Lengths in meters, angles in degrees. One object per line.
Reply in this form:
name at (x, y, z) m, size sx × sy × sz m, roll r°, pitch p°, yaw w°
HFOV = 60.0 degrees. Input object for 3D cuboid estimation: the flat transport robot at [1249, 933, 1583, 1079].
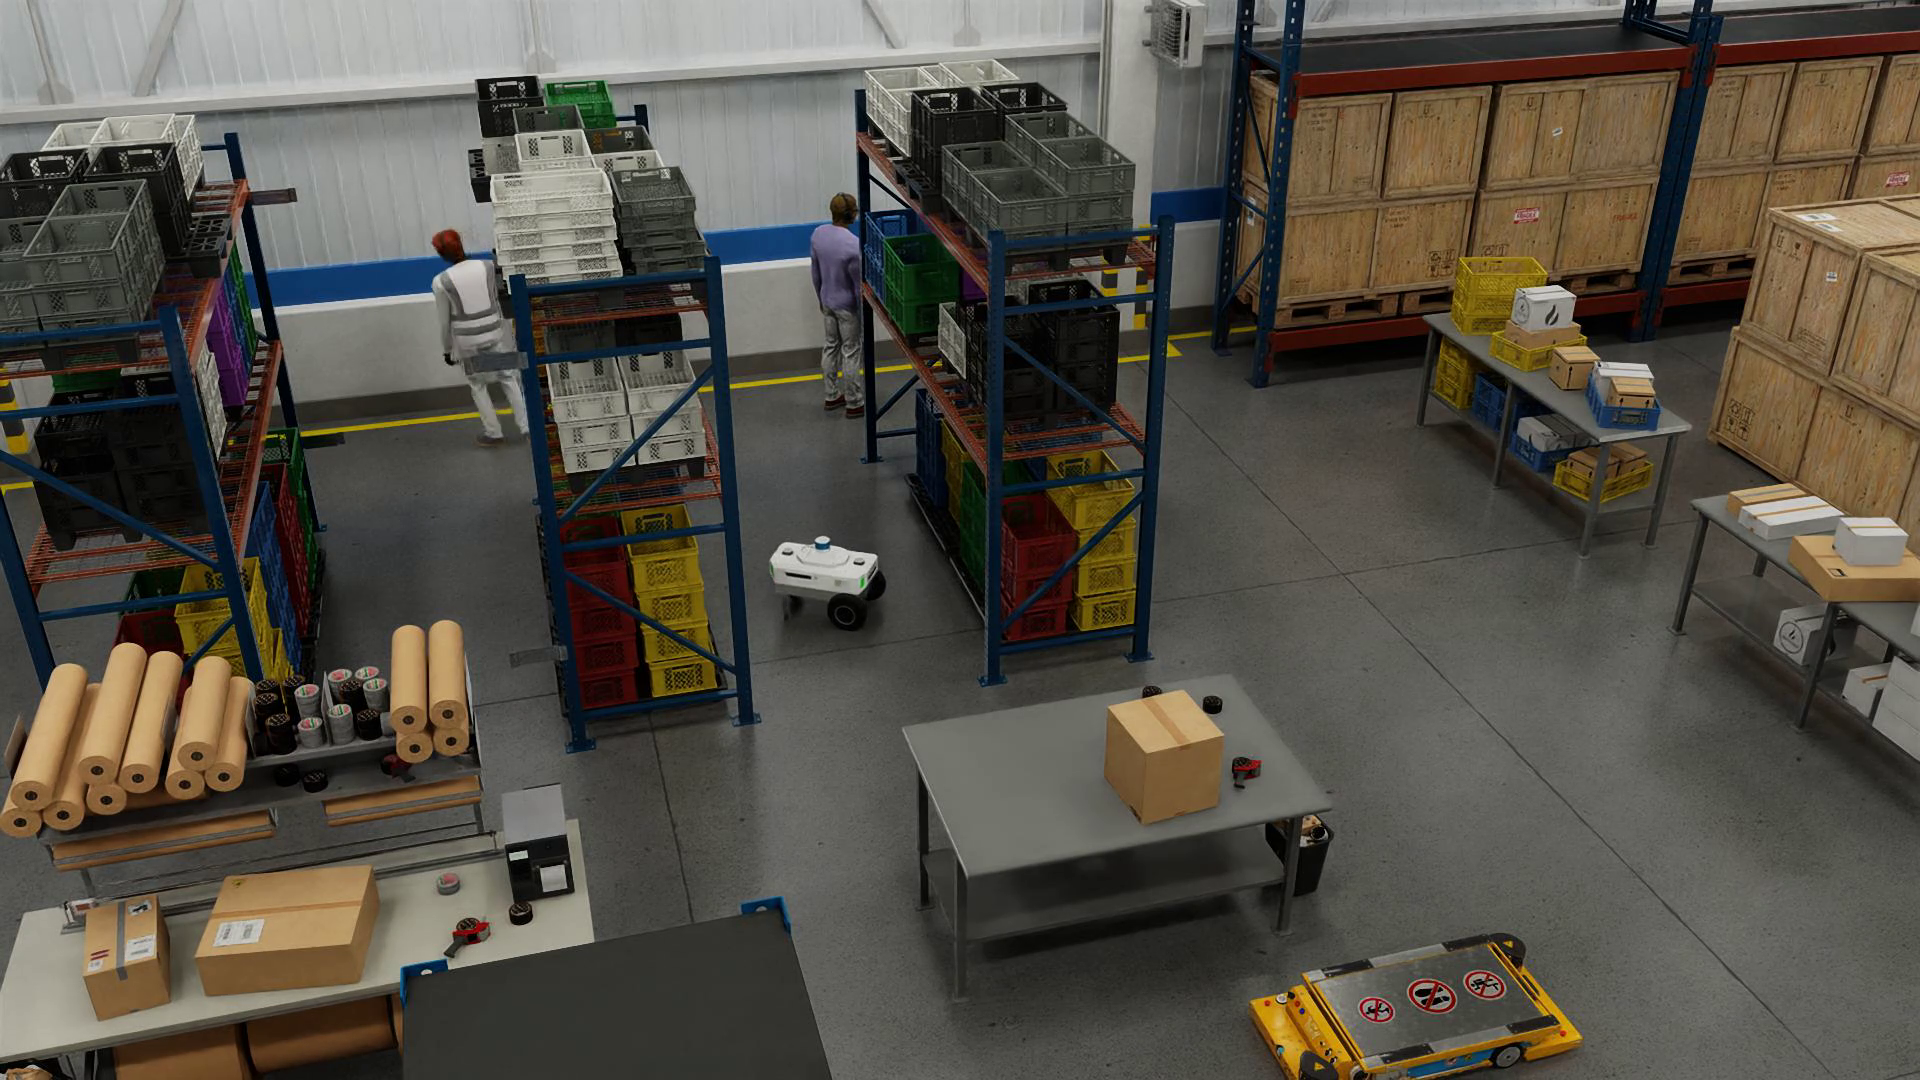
flat transport robot at (2.184, 2.282, 7.980) m, size 1.431 × 0.197 × 0.652 m, roll -8°, pitch 30°, yaw -14°

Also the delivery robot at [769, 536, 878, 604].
delivery robot at (-0.931, 0.207, 11.371) m, size 0.707 × 0.478 × 0.477 m, roll 8°, pitch 30°, yaw 14°

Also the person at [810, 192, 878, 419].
person at (-0.980, -1.975, 14.008) m, size 0.635 × 1.937 × 0.352 m, roll 26°, pitch 38°, yaw 38°

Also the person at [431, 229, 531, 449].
person at (-3.842, -1.621, 13.458) m, size 0.710 × 1.846 × 0.435 m, roll -19°, pitch 34°, yaw -31°
